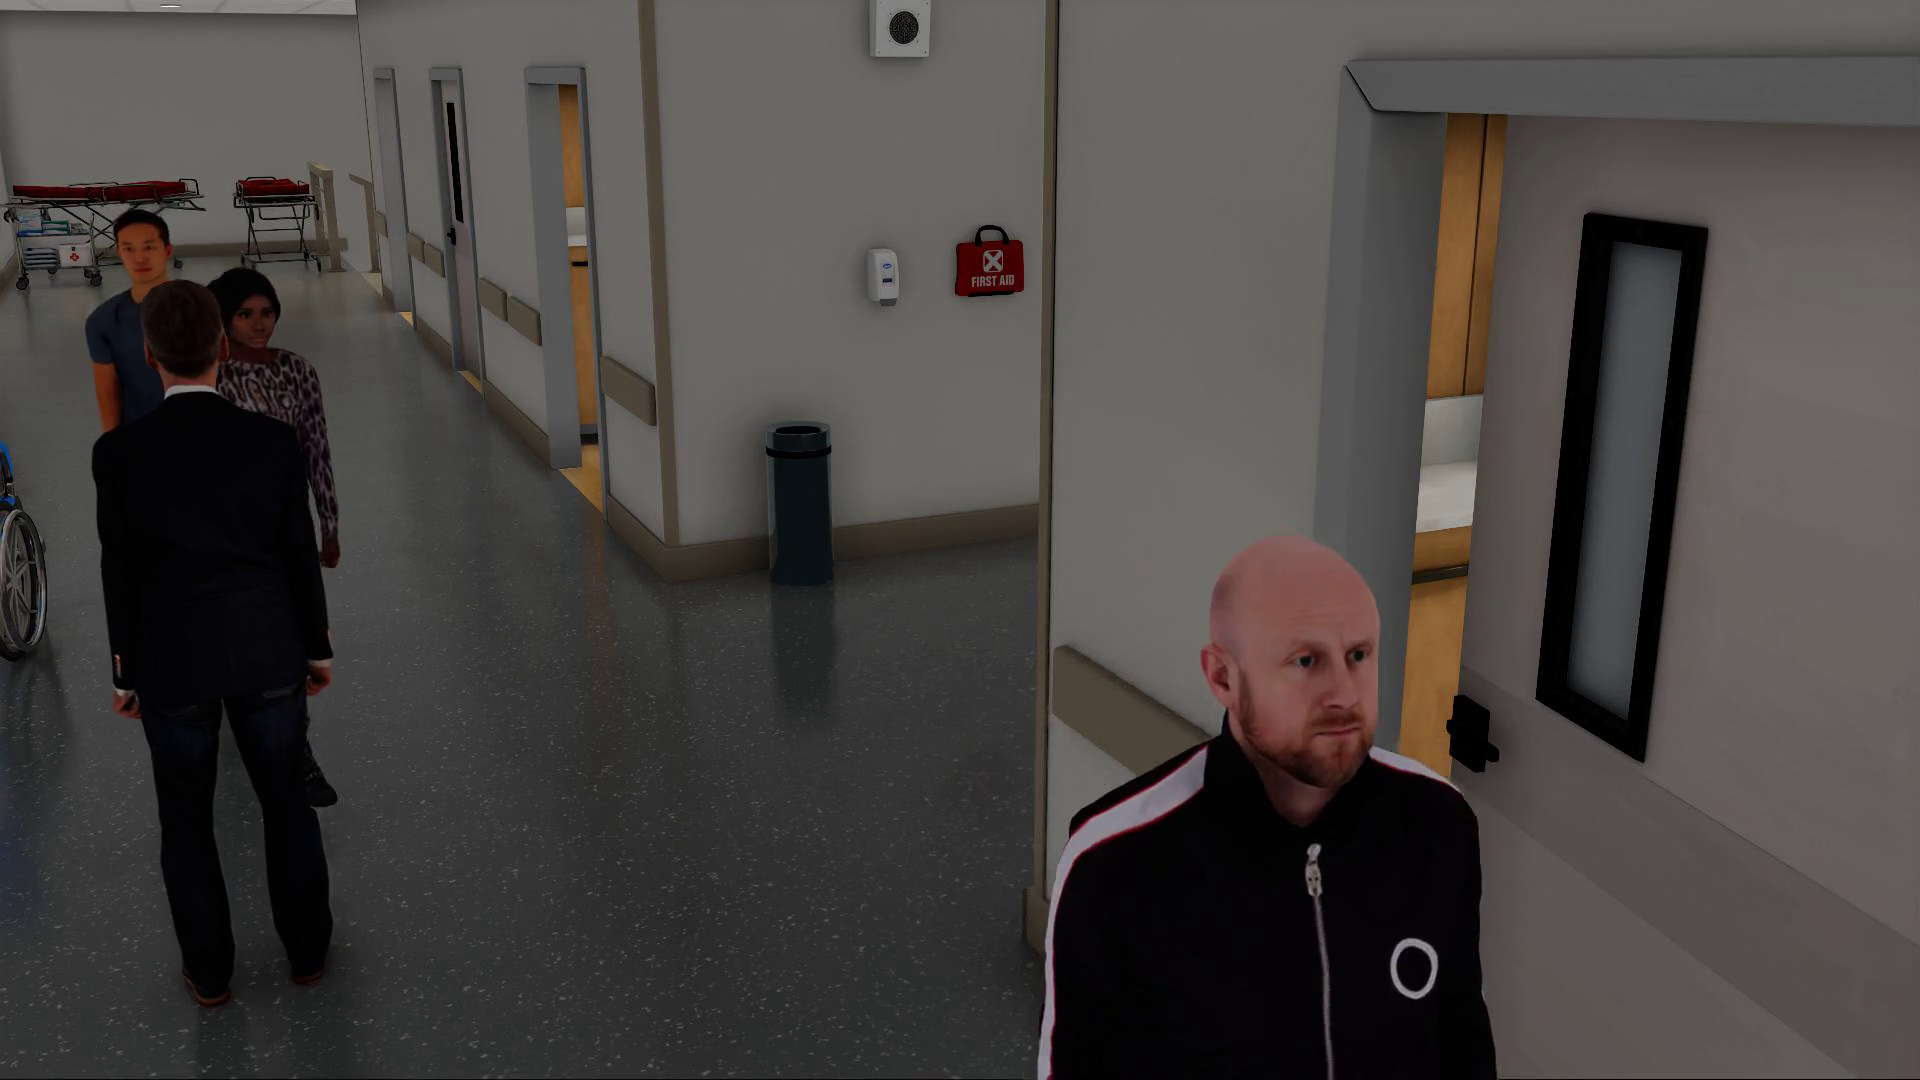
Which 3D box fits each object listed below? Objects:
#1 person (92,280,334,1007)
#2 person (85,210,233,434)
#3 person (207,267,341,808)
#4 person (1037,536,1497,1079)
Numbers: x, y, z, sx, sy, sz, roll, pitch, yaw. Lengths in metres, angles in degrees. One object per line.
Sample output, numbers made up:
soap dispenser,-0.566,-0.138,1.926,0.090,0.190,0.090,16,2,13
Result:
person,-1.847,0.268,4.129,0.688,1.812,0.613,-9,18,-30
person,-2.984,-0.338,6.373,0.669,1.760,1.143,-8,18,-26
person,-2.285,-0.016,5.398,0.789,1.670,1.205,-12,19,-36
person,0.321,0.861,2.077,0.808,1.783,1.298,-5,16,-16
